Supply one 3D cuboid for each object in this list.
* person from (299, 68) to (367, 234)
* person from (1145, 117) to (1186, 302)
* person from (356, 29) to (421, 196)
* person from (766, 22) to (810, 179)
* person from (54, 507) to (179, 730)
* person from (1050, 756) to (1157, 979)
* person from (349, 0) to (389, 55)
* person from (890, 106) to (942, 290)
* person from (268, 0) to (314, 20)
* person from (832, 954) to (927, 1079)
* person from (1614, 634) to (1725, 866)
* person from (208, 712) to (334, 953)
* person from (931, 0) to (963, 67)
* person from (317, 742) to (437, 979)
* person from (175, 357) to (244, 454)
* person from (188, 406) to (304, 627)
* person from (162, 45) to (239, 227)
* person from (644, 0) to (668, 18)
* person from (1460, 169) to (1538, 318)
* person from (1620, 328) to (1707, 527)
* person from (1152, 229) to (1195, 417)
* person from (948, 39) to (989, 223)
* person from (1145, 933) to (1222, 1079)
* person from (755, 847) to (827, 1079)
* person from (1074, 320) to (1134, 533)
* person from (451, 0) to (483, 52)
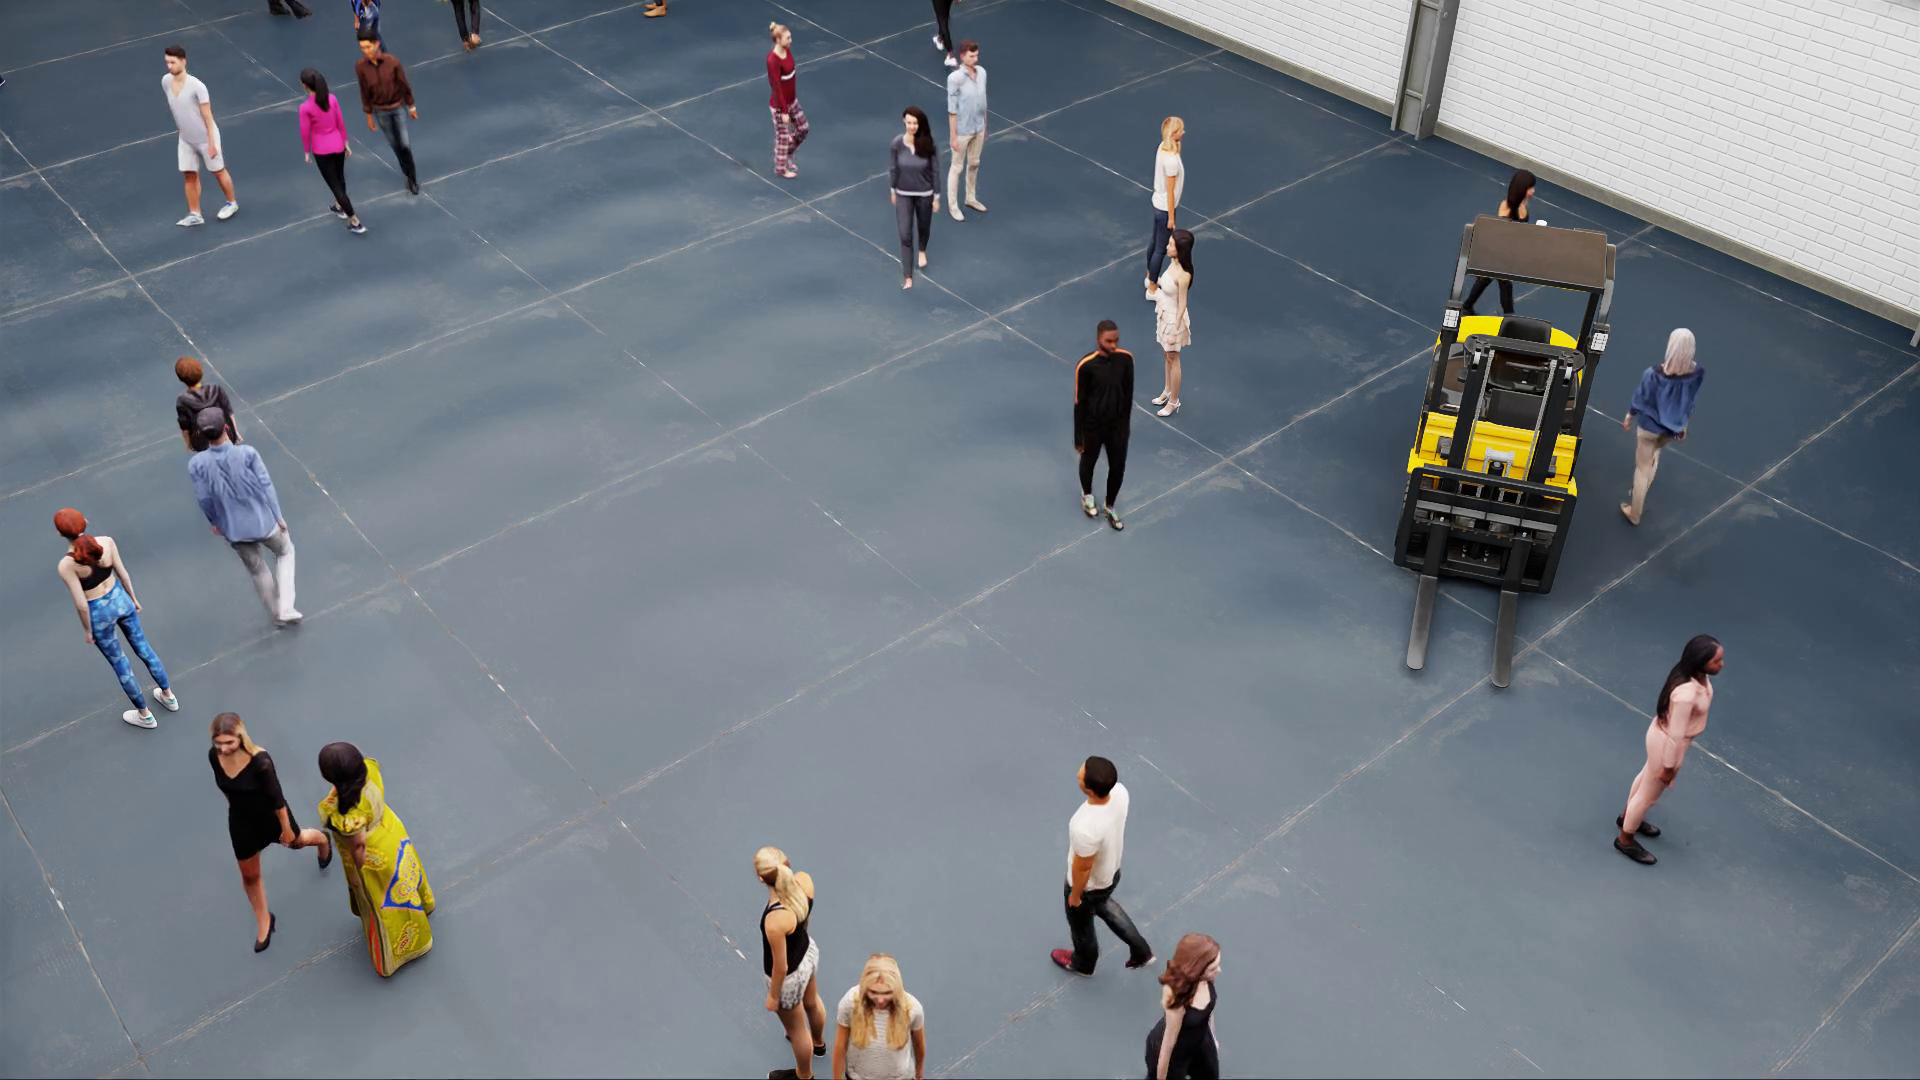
[{"bbox_3d":[-6.228,-3.833,16.514,1.003,1.674,0.696,28,46,31],"label":"person"},{"bbox_3d":[1.892,-3.091,15.468,0.720,1.809,0.629,-3,39,-4],"label":"person"},{"bbox_3d":[-5.903,-4.466,17.234,0.781,1.754,0.805,-8,39,-10],"label":"person"},{"bbox_3d":[-1.923,-4.608,17.462,0.761,1.691,0.741,14,41,17],"label":"person"},{"bbox_3d":[-5.610,0.513,10.984,0.655,1.784,0.644,20,43,23],"label":"person"},{"bbox_3d":[0.823,1.890,9.257,0.964,1.788,0.819,19,42,22],"label":"person"},{"bbox_3d":[-6.921,-6.105,19.393,0.728,1.620,0.705,10,40,13],"label":"person"},{"bbox_3d":[-0.420,-3.306,15.813,1.064,1.715,1.187,-1,39,-1],"label":"person"},{"bbox_3d":[-8.817,-7.471,20.997,1.069,1.753,0.948,10,40,13],"label":"person"},{"bbox_3d":[-0.408,2.610,8.351,1.135,1.782,1.189,3,39,4],"label":"person"},{"bbox_3d":[4.302,1.242,10.113,0.655,1.720,0.683,19,42,22],"label":"person"},{"bbox_3d":[-4.028,1.582,9.757,1.046,1.635,1.044,6,39,8],"label":"person"},{"bbox_3d":[-0.176,-6.499,19.832,0.887,1.688,1.244,-13,40,-16],"label":"person"},{"bbox_3d":[-3.368,1.762,9.519,1.059,1.660,0.968,-2,39,-2],"label":"person"},{"bbox_3d":[-5.735,-0.743,12.831,0.536,1.430,0.783,-28,46,-31],"label":"person"},{"bbox_3d":[-4.979,-0.084,11.648,0.811,1.877,0.839,-8,39,-10],"label":"person"},{"bbox_3d":[-7.597,-4.105,16.717,1.018,1.836,1.031,13,40,16],"label":"person"},{"bbox_3d":[-3.934,-7.533,21.109,0.750,1.711,0.664,-1,39,-2],"label":"person"},{"bbox_3d":[4.840,-2.626,15.048,1.046,1.607,0.678,27,46,30],"label":"person"},{"bbox_3d":[5.383,-0.810,12.721,0.774,1.683,0.827,-2,39,-3],"label":"person"},{"bbox_3d":[1.796,-1.815,13.929,0.714,1.736,0.621,-5,39,-6],"label":"person"},{"bbox_3d":[0.075,-4.159,16.775,0.644,1.847,0.514,-28,46,-30],"label":"person"},{"bbox_3d":[1.047,2.541,8.487,0.780,1.720,0.703,28,46,30],"label":"person"},{"bbox_3d":[-0.879,2.240,8.764,0.686,1.845,0.681,13,40,16],"label":"person"},{"bbox_3d":[1.062,-0.959,12.814,0.828,1.789,0.906,-10,40,-12],"label":"person"},{"bbox_3d":[-6.071,-6.722,20.147,0.852,1.643,0.897,-6,39,-8],"label":"person"}]
